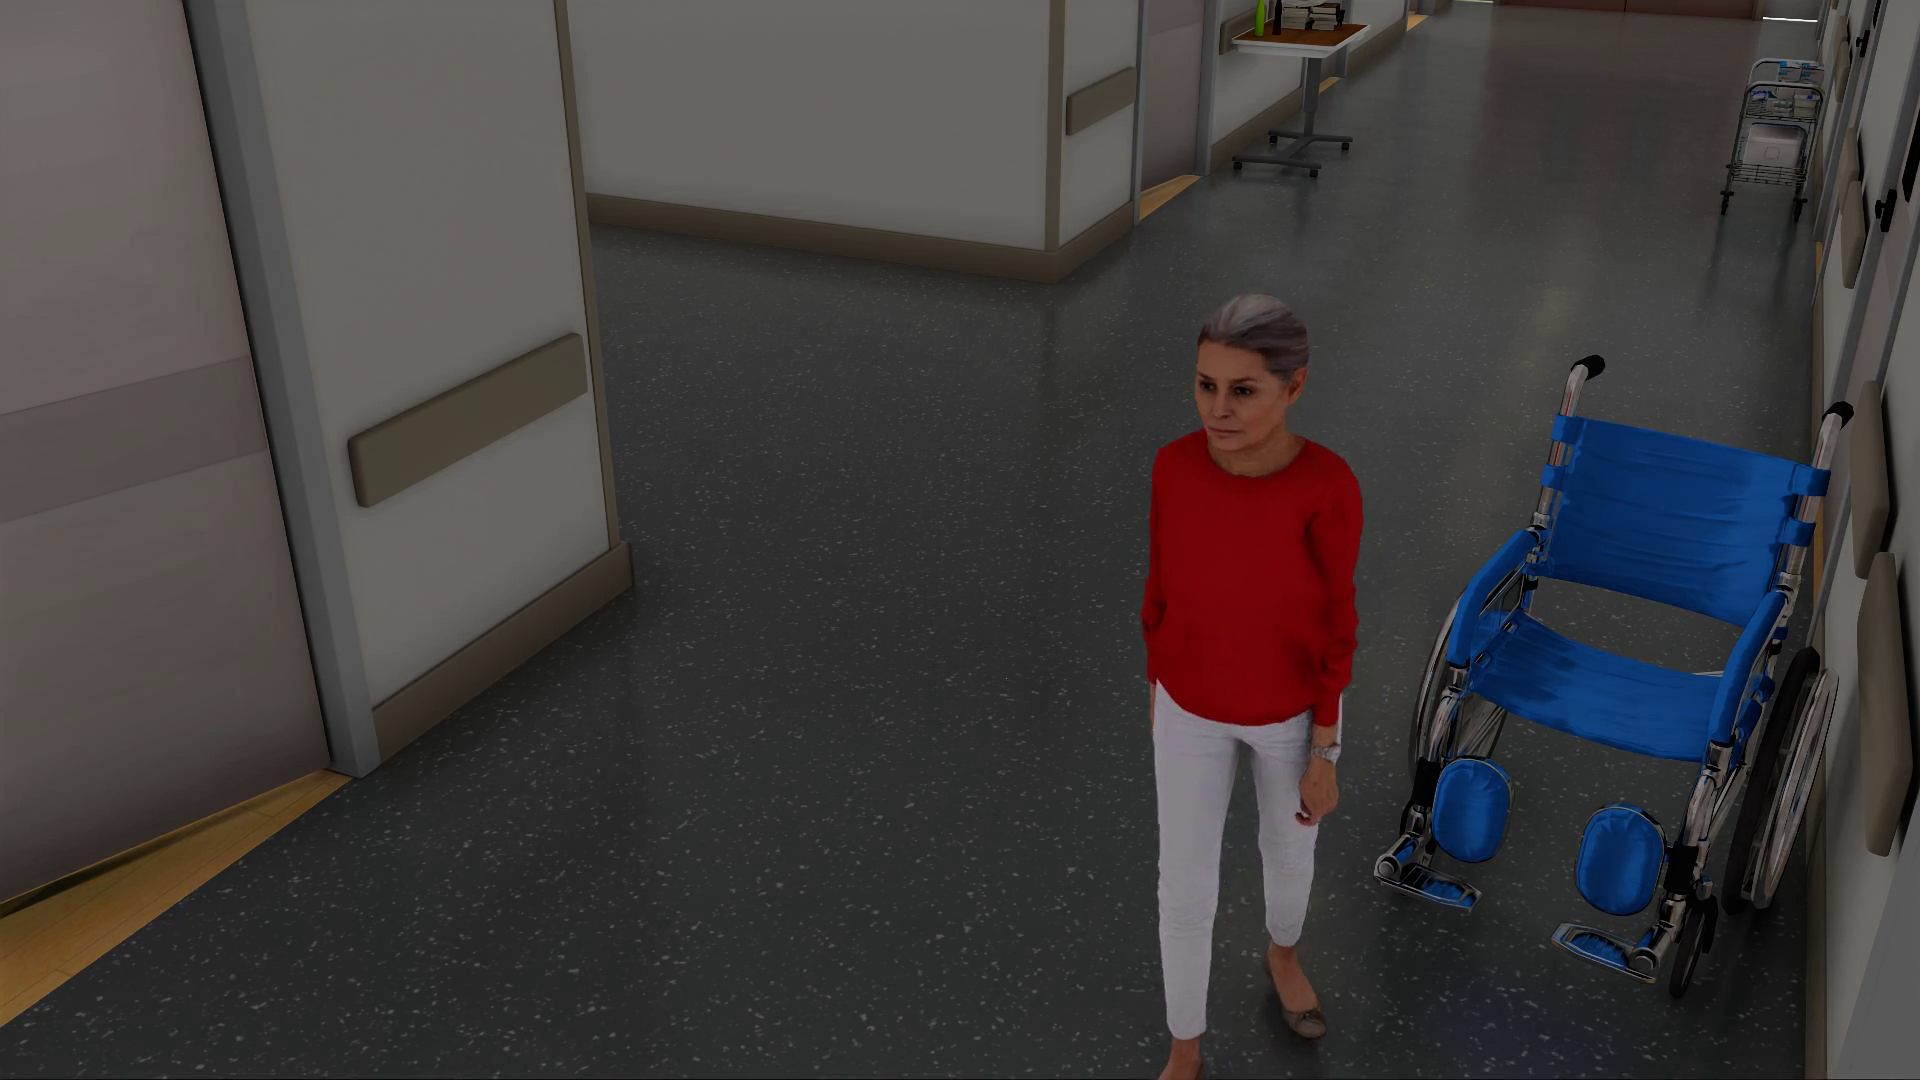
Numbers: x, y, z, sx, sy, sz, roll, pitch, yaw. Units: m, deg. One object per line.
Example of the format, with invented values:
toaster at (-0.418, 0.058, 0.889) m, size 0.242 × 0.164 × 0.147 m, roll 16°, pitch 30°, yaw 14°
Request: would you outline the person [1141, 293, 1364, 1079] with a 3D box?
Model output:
person at (0.562, 0.322, 3.121) m, size 0.558 × 1.660 × 0.860 m, roll 9°, pitch 27°, yaw 19°
